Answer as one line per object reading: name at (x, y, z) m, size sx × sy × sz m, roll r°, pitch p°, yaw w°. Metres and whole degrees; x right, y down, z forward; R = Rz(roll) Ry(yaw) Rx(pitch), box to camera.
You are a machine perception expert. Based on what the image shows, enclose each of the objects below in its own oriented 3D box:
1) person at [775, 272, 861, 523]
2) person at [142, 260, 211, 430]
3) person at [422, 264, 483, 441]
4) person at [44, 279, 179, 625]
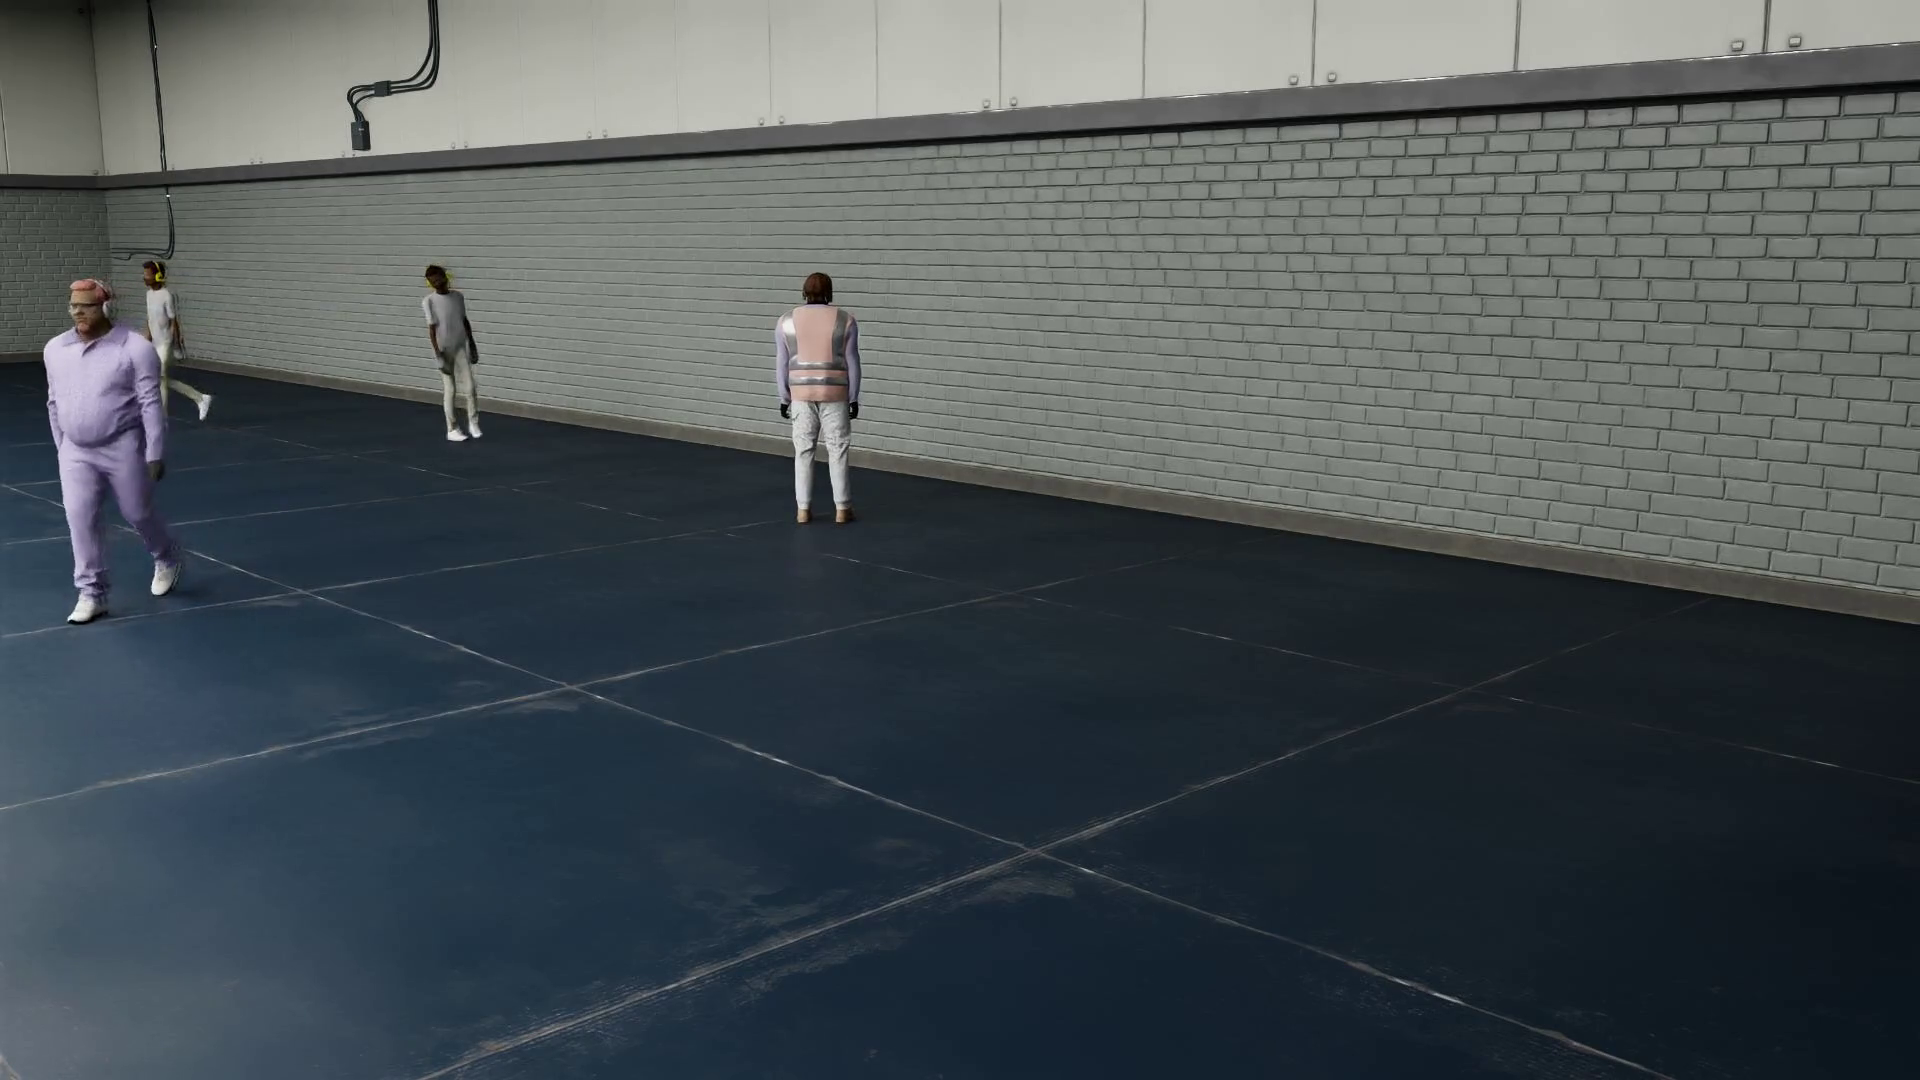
person at (-1.038, -1.050, 12.299) m, size 0.624 × 1.845 × 0.430 m, roll 1°, pitch 10°, yaw 6°
person at (-8.681, -2.146, 18.269) m, size 0.739 × 1.848 × 0.517 m, roll -10°, pitch 14°, yaw -44°
person at (-5.201, -1.912, 17.061) m, size 0.622 × 1.821 × 0.492 m, roll -10°, pitch 14°, yaw -43°
person at (-4.786, -0.532, 9.390) m, size 0.651 × 1.879 × 0.892 m, roll 0°, pitch 10°, yaw -1°
